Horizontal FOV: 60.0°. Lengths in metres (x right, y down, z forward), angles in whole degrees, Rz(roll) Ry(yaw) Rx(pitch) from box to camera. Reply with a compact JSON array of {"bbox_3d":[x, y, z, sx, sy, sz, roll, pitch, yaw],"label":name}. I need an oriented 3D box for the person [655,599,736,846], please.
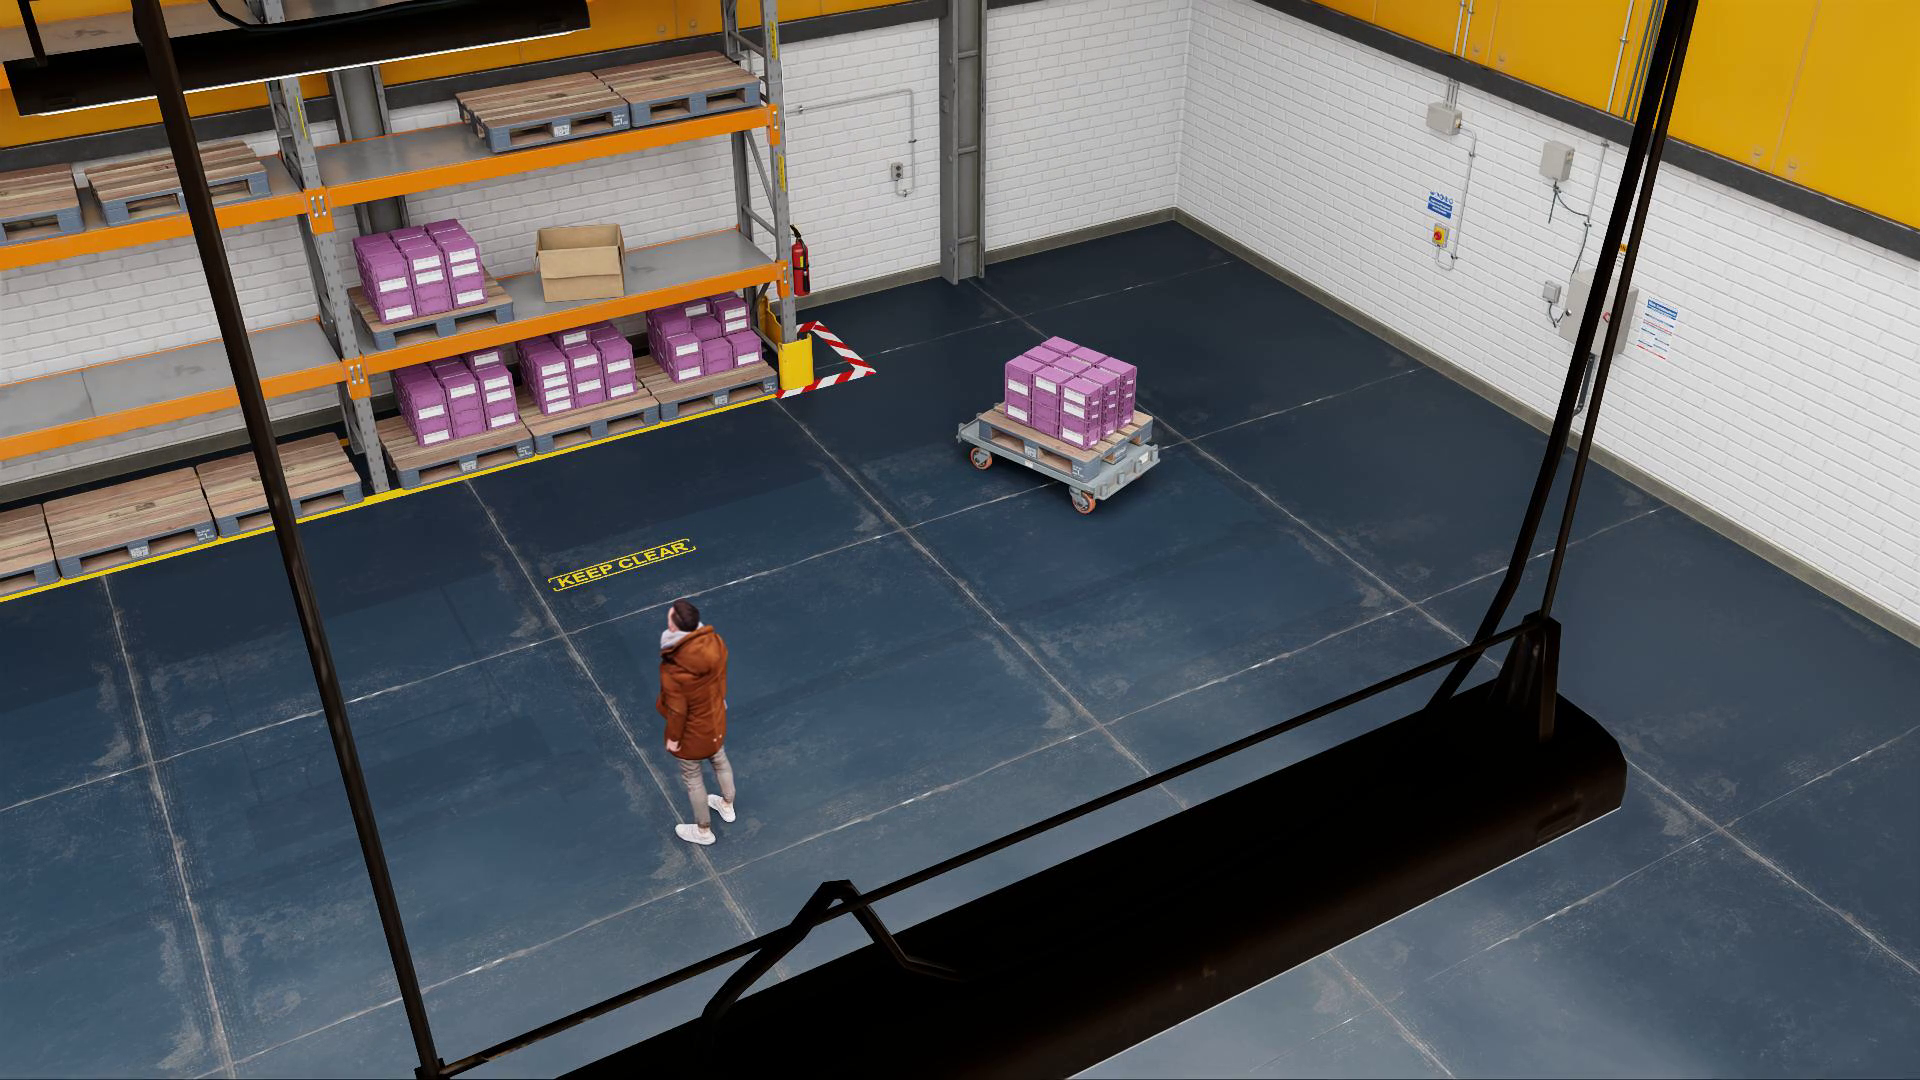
[{"bbox_3d":[-1.678,1.159,10.634,0.895,1.837,0.798,19,38,27],"label":"person"}]
